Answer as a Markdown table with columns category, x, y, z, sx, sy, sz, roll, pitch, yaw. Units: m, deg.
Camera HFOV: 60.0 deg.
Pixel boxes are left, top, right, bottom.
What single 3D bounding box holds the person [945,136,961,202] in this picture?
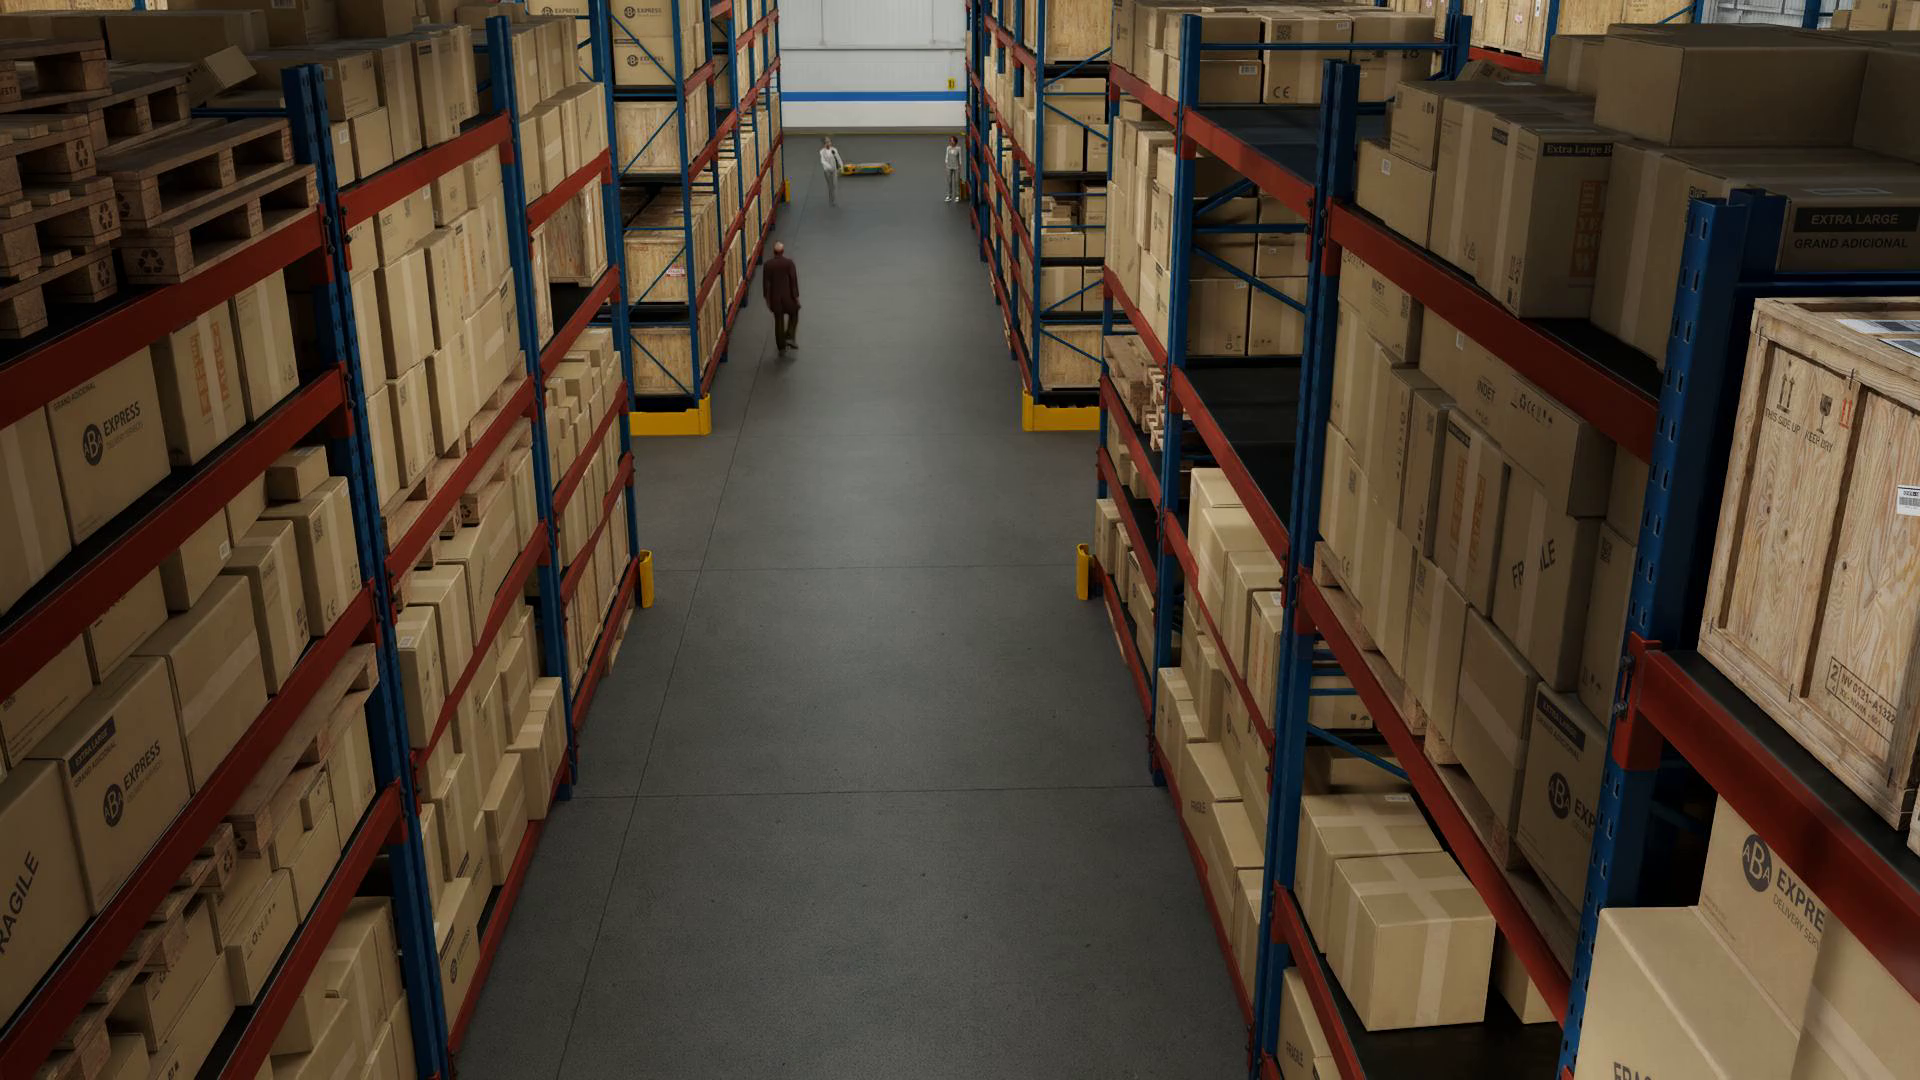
| category | x | y | z | sx | sy | sz | roll | pitch | yaw |
| --- | --- | --- | --- | --- | --- | --- | --- | --- | --- |
| person | -0.170 | -9.299 | 41.652 | 0.401 | 1.602 | 0.329 | 4 | 21 | 9 |

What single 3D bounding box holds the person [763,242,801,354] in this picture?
| category | x | y | z | sx | sy | sz | roll | pitch | yaw |
| --- | --- | --- | --- | --- | --- | --- | --- | --- | --- |
| person | -2.886 | -3.921 | 26.940 | 0.609 | 1.770 | 0.543 | 1 | 20 | 3 |

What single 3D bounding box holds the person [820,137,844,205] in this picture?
| category | x | y | z | sx | sy | sz | roll | pitch | yaw |
| --- | --- | --- | --- | --- | --- | --- | --- | --- | --- |
| person | -3.161 | -9.121 | 41.047 | 0.565 | 1.650 | 0.860 | -1 | 20 | -2 |

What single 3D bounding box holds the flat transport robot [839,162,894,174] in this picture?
| category | x | y | z | sx | sy | sz | roll | pitch | yaw |
| --- | --- | --- | --- | --- | --- | --- | --- | --- | --- |
| flat transport robot | -2.610 | -10.365 | 46.513 | 1.431 | 0.264 | 0.659 | -6 | 21 | -15 |
